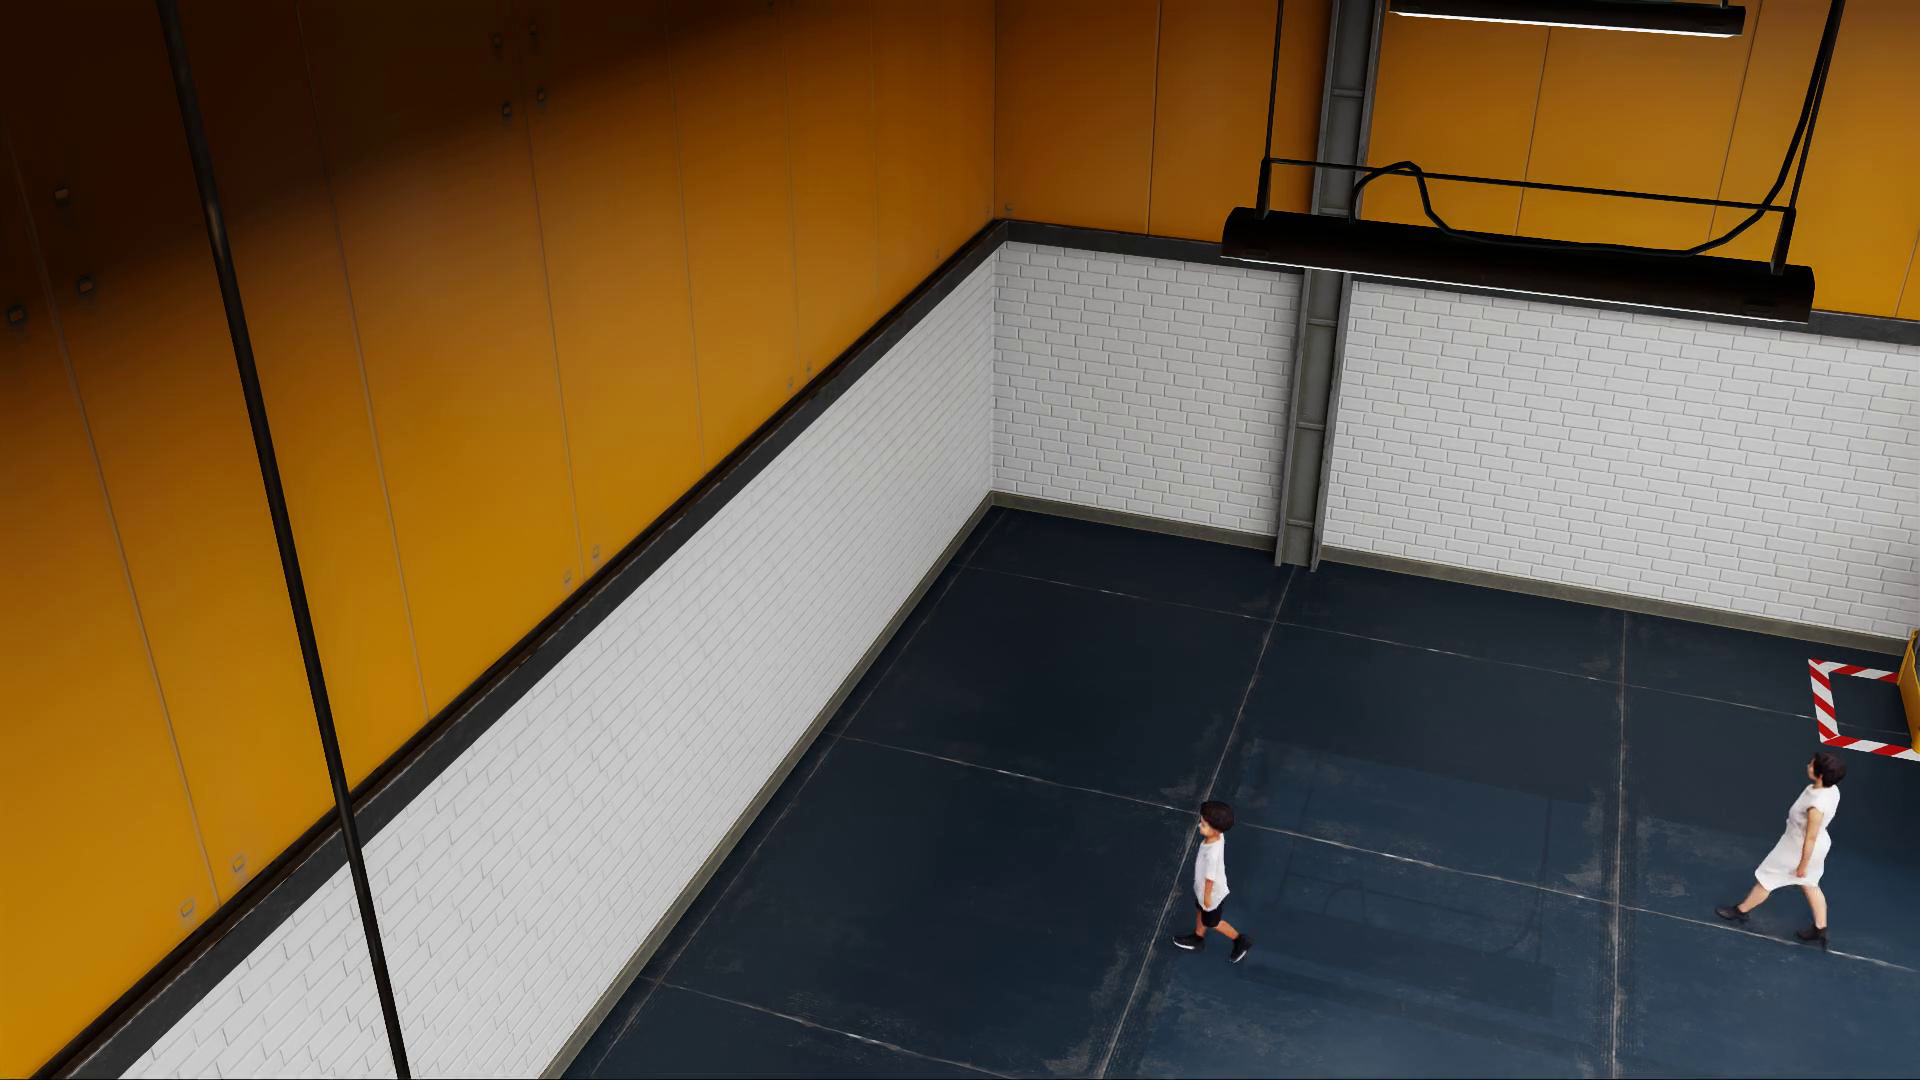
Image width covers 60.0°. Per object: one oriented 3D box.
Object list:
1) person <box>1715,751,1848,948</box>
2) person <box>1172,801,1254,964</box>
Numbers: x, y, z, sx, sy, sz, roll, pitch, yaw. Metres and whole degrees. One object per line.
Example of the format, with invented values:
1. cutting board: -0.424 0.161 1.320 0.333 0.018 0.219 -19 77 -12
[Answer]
1. person: 5.693 2.091 11.083 1.007 1.520 0.772 22 36 34
2. person: 1.726 2.274 11.030 0.776 1.249 0.530 7 29 13
